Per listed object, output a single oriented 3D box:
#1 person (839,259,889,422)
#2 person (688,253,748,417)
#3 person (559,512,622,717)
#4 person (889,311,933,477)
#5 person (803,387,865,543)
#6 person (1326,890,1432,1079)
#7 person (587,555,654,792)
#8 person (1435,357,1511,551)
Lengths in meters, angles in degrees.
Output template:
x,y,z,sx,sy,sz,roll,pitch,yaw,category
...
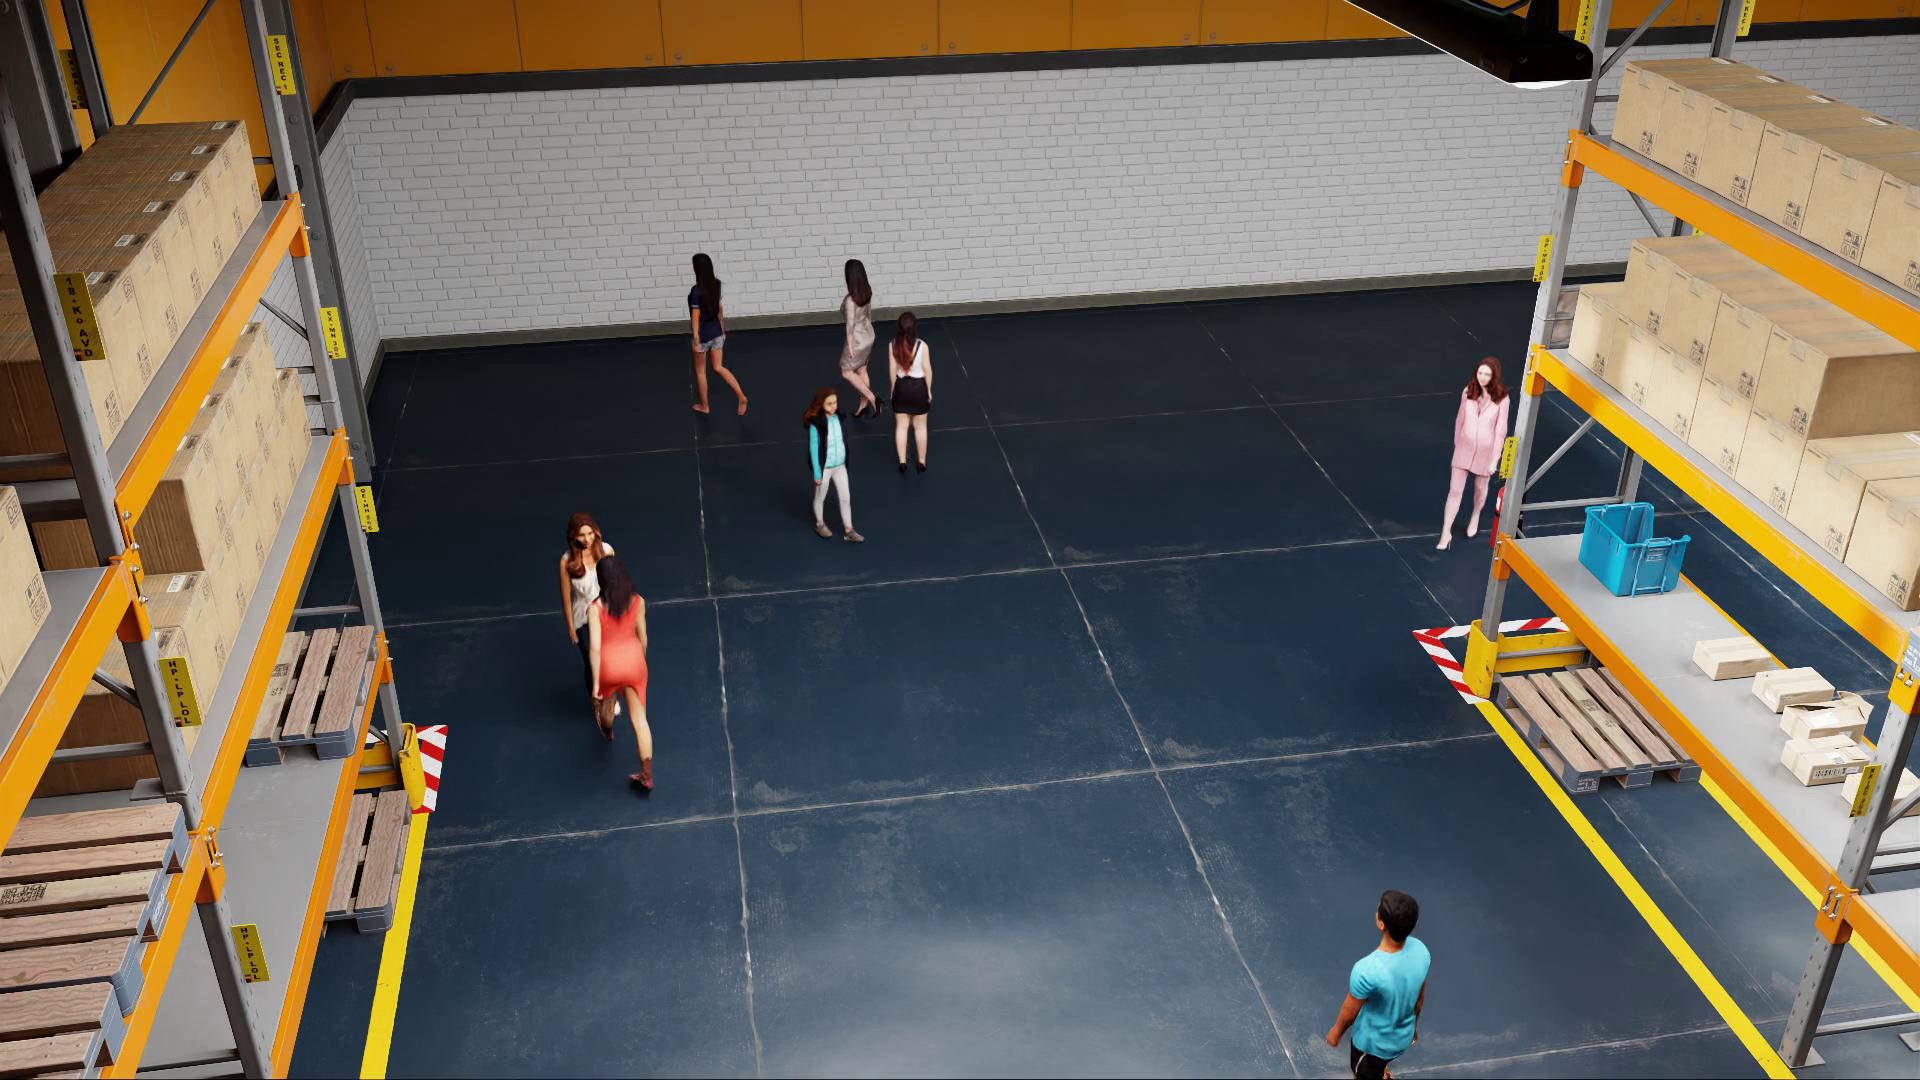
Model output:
x,y,z,sx,sy,sz,roll,pitch,yaw,category
-0.952,-1.971,16.766,0.867,1.736,0.812,17,33,28,person
-2.501,-2.037,16.877,1.025,1.747,0.941,20,35,32,person
-2.699,0.530,12.149,0.733,1.768,0.712,-15,32,-26,person
-0.476,-1.390,15.792,0.595,1.649,0.573,1,29,3,person
-1.206,-0.695,14.697,0.816,1.478,0.924,-23,36,-35,person
2.198,2.570,8.415,0.742,1.762,0.795,-16,33,-27,person
-2.301,0.964,11.463,0.894,1.663,1.246,-16,32,-27,person
4.570,-0.789,14.572,1.041,1.763,1.138,16,32,27,person
